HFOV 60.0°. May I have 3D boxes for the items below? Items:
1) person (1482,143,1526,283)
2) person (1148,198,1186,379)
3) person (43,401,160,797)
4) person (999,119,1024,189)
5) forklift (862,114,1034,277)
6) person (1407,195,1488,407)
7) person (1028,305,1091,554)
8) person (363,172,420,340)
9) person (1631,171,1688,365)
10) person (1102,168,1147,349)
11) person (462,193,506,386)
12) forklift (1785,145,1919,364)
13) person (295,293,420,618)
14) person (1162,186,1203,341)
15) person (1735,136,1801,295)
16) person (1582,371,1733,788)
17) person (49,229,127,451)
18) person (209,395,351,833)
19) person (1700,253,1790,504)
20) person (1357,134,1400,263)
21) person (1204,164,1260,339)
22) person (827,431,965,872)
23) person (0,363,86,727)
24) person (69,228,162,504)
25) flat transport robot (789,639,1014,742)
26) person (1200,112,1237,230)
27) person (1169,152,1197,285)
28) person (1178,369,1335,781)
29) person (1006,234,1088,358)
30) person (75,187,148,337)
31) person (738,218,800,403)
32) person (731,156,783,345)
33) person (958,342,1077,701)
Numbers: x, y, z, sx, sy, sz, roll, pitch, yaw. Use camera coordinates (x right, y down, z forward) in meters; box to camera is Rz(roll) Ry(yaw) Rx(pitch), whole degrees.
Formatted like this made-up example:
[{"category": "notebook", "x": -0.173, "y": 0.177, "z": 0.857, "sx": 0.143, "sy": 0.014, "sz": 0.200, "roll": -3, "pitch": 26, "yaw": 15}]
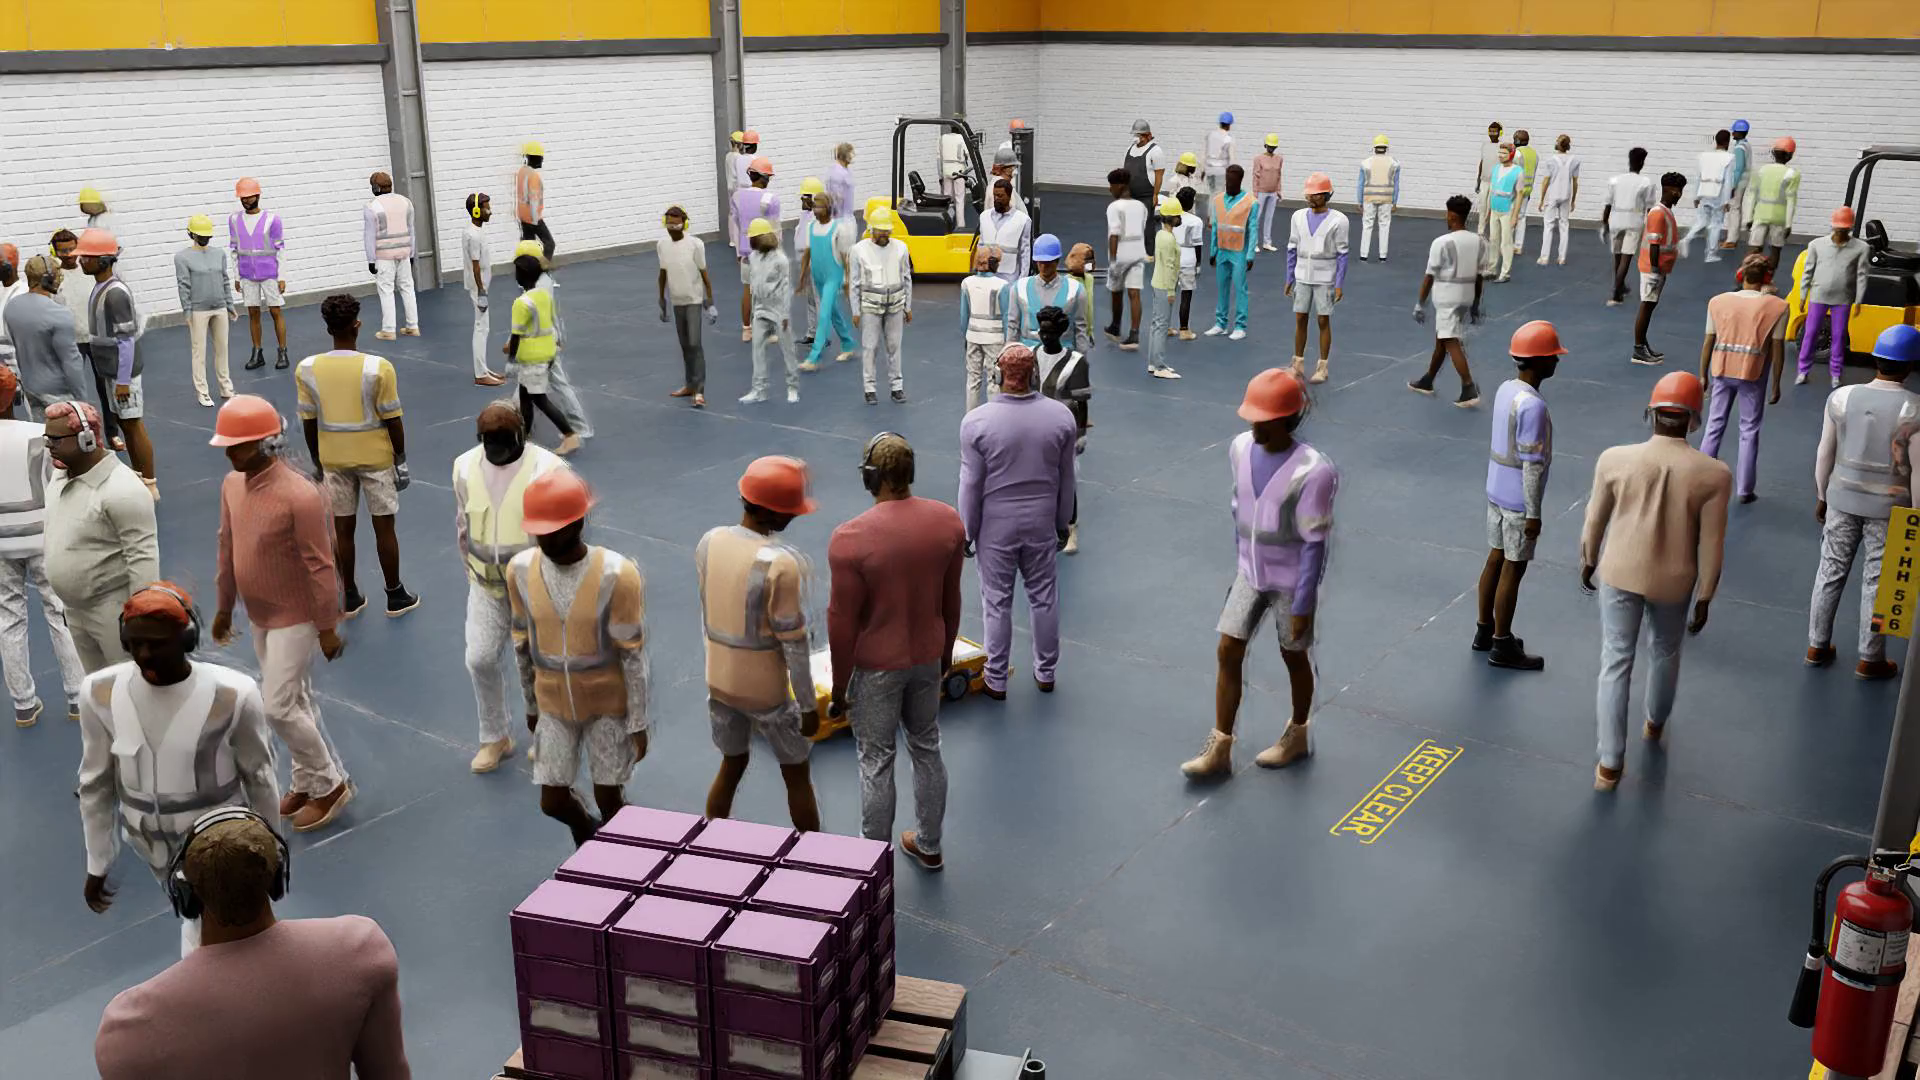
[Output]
[{"category": "person", "x": 7.279, "y": -4.372, "z": 22.242, "sx": 0.392, "sy": 1.847, "sz": 0.563, "roll": -8, "pitch": 19, "yaw": -23}, {"category": "person", "x": 2.056, "y": -2.496, "z": 16.506, "sx": 0.317, "sy": 1.769, "sz": 0.522, "roll": -1, "pitch": 18, "yaw": -3}, {"category": "person", "x": -3.872, "y": 0.308, "z": 7.511, "sx": 0.651, "sy": 1.907, "sz": 0.409, "roll": 11, "pitch": 21, "yaw": 31}, {"category": "person", "x": 0.864, "y": -5.495, "z": 25.611, "sx": 0.552, "sy": 1.935, "sz": 0.373, "roll": -9, "pitch": 20, "yaw": -27}, {"category": "forklift", "x": -0.171, "y": -4.594, "z": 22.377, "sx": 2.313, "sy": 2.155, "sz": 1.214, "roll": 1, "pitch": 18, "yaw": 3}, {"category": "person", "x": 4.561, "y": -2.218, "z": 15.399, "sx": 0.637, "sy": 1.919, "sz": 0.999, "roll": -10, "pitch": 20, "yaw": -28}, {"category": "person", "x": 0.615, "y": -0.743, "z": 11.149, "sx": 0.532, "sy": 1.689, "sz": 0.321, "roll": 12, "pitch": 21, "yaw": 34}, {"category": "person", "x": -6.320, "y": -3.146, "z": 18.438, "sx": 0.429, "sy": 1.837, "sz": 0.629, "roll": 12, "pitch": 22, "yaw": 34}, {"category": "person", "x": 7.200, "y": -2.807, "z": 17.167, "sx": 0.375, "sy": 1.959, "sz": 0.600, "roll": 9, "pitch": 20, "yaw": 27}, {"category": "person", "x": 1.762, "y": -3.046, "z": 17.993, "sx": 0.615, "sy": 1.899, "sz": 0.918, "roll": -10, "pitch": 20, "yaw": -28}, {"category": "person", "x": -4.643, "y": -2.426, "z": 16.144, "sx": 0.325, "sy": 1.861, "sz": 0.512, "roll": -6, "pitch": 19, "yaw": -18}, {"category": "forklift", "x": 9.803, "y": -2.879, "z": 17.013, "sx": 2.313, "sy": 2.155, "sz": 1.214, "roll": 12, "pitch": 21, "yaw": 33}, {"category": "person", "x": -3.581, "y": -0.488, "z": 9.902, "sx": 0.607, "sy": 1.966, "sz": 0.367, "roll": 0, "pitch": 18, "yaw": 1}, {"category": "person", "x": 2.448, "y": -3.050, "z": 18.365, "sx": 0.530, "sy": 1.689, "sz": 0.321, "roll": 15, "pitch": 23, "yaw": 38}, {"category": "person", "x": 10.245, "y": -4.082, "z": 21.064, "sx": 0.788, "sy": 2.020, "sz": 0.617, "roll": -14, "pitch": 22, "yaw": -37}, {"category": "person", "x": 3.293, "y": 0.145, "z": 7.956, "sx": 0.615, "sy": 1.947, "sz": 0.995, "roll": 7, "pitch": 19, "yaw": 21}, {"category": "person", "x": -7.174, "y": -1.615, "z": 13.610, "sx": 0.534, "sy": 1.860, "sz": 0.331, "roll": -16, "pitch": 24, "yaw": -41}, {"category": "person", "x": -3.038, "y": 0.332, "z": 7.321, "sx": 0.627, "sy": 1.978, "sz": 0.483, "roll": 14, "pitch": 22, "yaw": 37}, {"category": "person", "x": 5.761, "y": -1.188, "z": 12.308, "sx": 0.567, "sy": 1.836, "sz": 0.381, "roll": 15, "pitch": 23, "yaw": 38}, {"category": "person", "x": 6.019, "y": -4.912, "z": 23.982, "sx": 0.586, "sy": 1.824, "sz": 0.404, "roll": 4, "pitch": 18, "yaw": 12}, {"category": "person", "x": 3.035, "y": -3.201, "z": 18.467, "sx": 0.373, "sy": 1.916, "sz": 0.596, "roll": -16, "pitch": 24, "yaw": -41}, {"category": "person", "x": -0.266, "y": 0.500, "z": 6.880, "sx": 0.628, "sy": 1.931, "sz": 0.383, "roll": -12, "pitch": 21, "yaw": -33}, {"category": "person", "x": -4.727, "y": 0.031, "z": 8.414, "sx": 0.584, "sy": 1.884, "sz": 0.348, "roll": -5, "pitch": 18, "yaw": -15}, {"category": "person", "x": -6.167, "y": -1.247, "z": 12.147, "sx": 0.366, "sy": 2.048, "sz": 0.607, "roll": -13, "pitch": 22, "yaw": -35}, {"category": "flat transport robot", "x": -0.461, "y": 0.721, "z": 8.861, "sx": 1.431, "sy": 0.197, "sz": 0.652, "roll": -14, "pitch": 22, "yaw": -37}, {"category": "person", "x": 4.311, "y": -6.096, "z": 27.506, "sx": 0.543, "sy": 1.923, "sz": 0.642, "roll": -16, "pitch": 23, "yaw": -40}, {"category": "person", "x": 2.979, "y": -4.275, "z": 22.124, "sx": 0.485, "sy": 1.736, "sz": 0.308, "roll": -15, "pitch": 23, "yaw": -40}, {"category": "person", "x": 1.383, "y": 0.192, "z": 7.714, "sx": 0.901, "sy": 2.000, "sz": 0.633, "roll": -13, "pitch": 22, "yaw": -36}, {"category": "person", "x": 0.656, "y": -1.348, "z": 12.622, "sx": 0.609, "sy": 1.946, "sz": 0.405, "roll": 2, "pitch": 18, "yaw": 6}, {"category": "person", "x": -9.215, "y": -2.929, "z": 17.979, "sx": 0.576, "sy": 1.693, "sz": 0.486, "roll": -12, "pitch": 21, "yaw": -34}, {"category": "person", "x": -1.753, "y": -2.108, "z": 15.394, "sx": 0.500, "sy": 1.708, "sz": 0.594, "roll": 12, "pitch": 21, "yaw": 32}, {"category": "person", "x": -2.174, "y": -3.137, "z": 18.091, "sx": 0.619, "sy": 2.029, "sz": 0.410, "roll": 10, "pitch": 20, "yaw": 28}, {"category": "person", "x": 0.284, "y": -0.095, "z": 8.772, "sx": 0.644, "sy": 1.907, "sz": 0.400, "roll": -5, "pitch": 19, "yaw": -17}]
